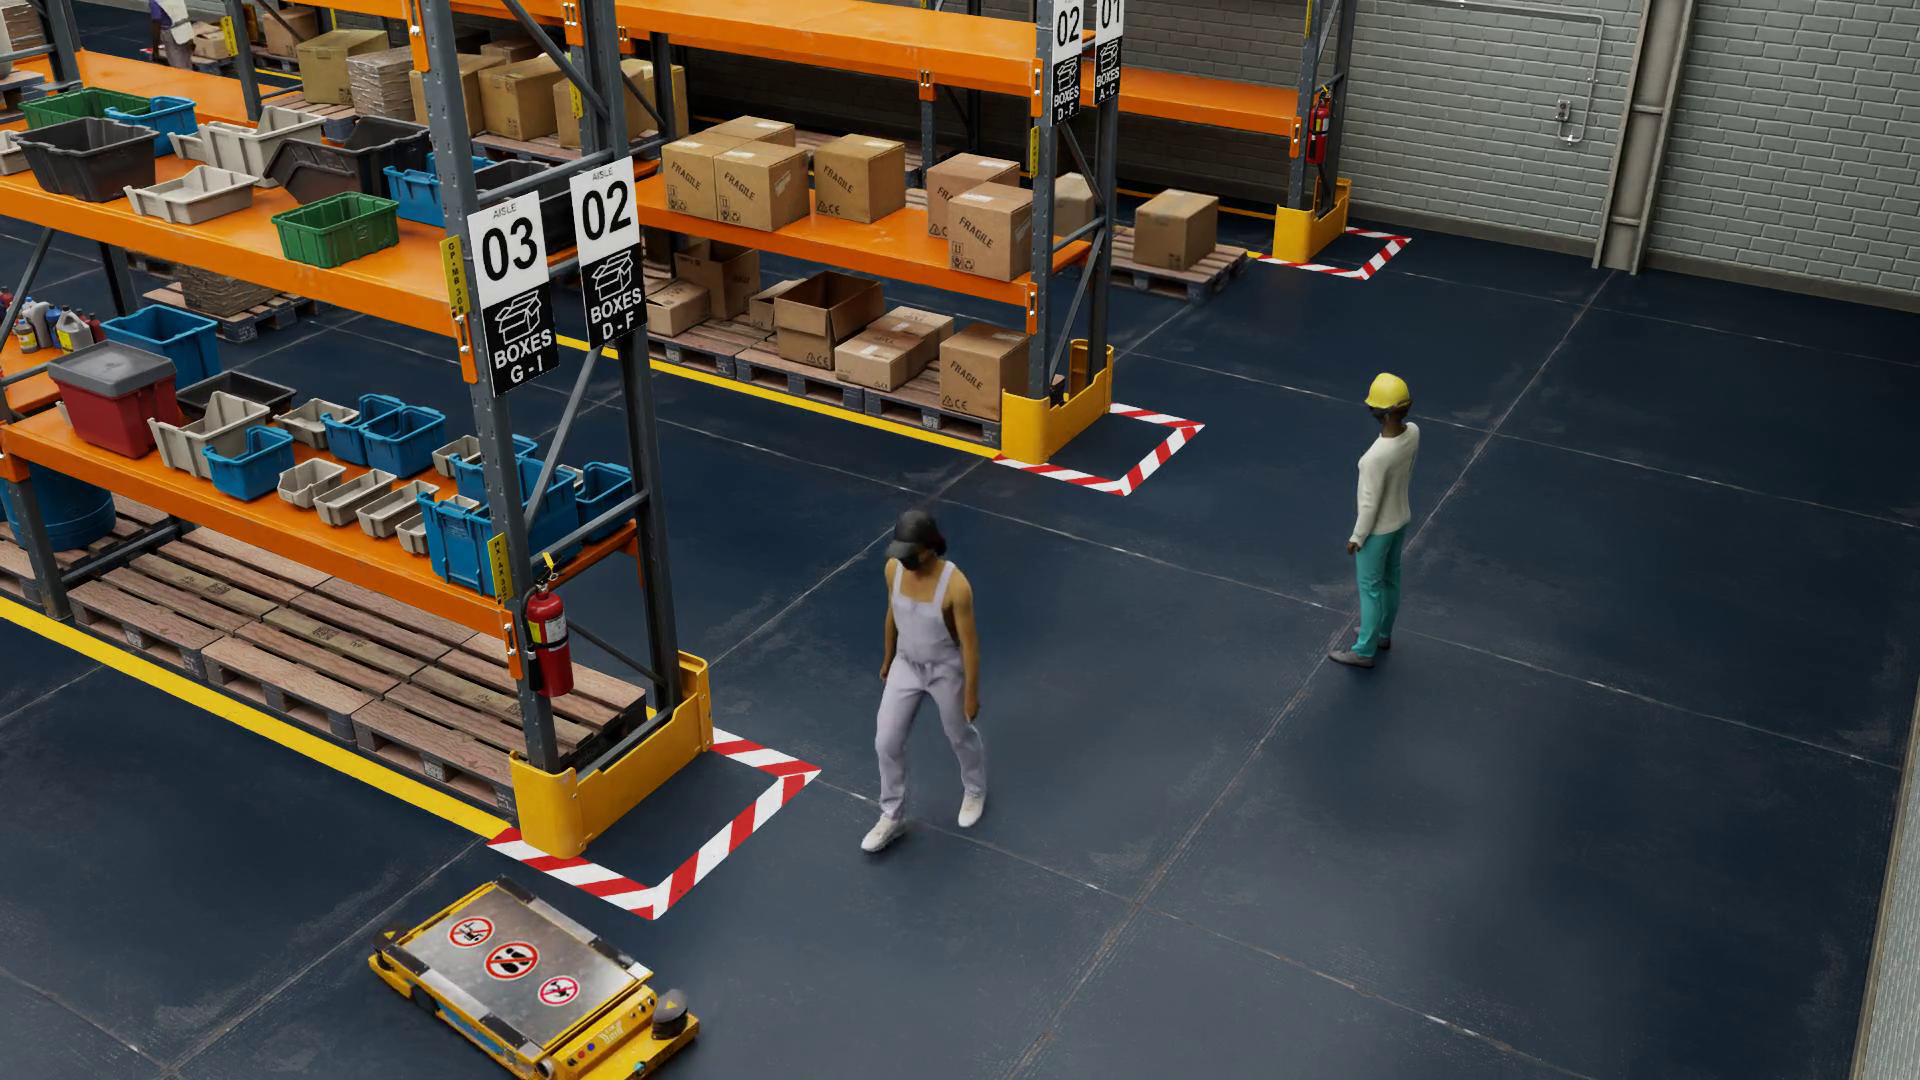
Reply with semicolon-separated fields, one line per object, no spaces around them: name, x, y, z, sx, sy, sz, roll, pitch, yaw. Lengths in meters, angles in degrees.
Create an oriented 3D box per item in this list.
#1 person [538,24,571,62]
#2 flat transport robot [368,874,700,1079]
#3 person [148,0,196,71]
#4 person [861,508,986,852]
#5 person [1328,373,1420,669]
person;-4.080;-4.466;17.176;0.534;1.698;0.322;7;30;13
flat transport robot;-1.860;1.928;7.175;1.431;0.231;0.659;21;35;33
person;-9.148;-5.780;19.398;0.397;1.832;0.676;4;29;7
person;-0.188;0.660;7.864;0.594;1.819;0.862;16;33;26
person;2.325;-0.100;9.282;0.324;1.760;0.522;22;36;34
